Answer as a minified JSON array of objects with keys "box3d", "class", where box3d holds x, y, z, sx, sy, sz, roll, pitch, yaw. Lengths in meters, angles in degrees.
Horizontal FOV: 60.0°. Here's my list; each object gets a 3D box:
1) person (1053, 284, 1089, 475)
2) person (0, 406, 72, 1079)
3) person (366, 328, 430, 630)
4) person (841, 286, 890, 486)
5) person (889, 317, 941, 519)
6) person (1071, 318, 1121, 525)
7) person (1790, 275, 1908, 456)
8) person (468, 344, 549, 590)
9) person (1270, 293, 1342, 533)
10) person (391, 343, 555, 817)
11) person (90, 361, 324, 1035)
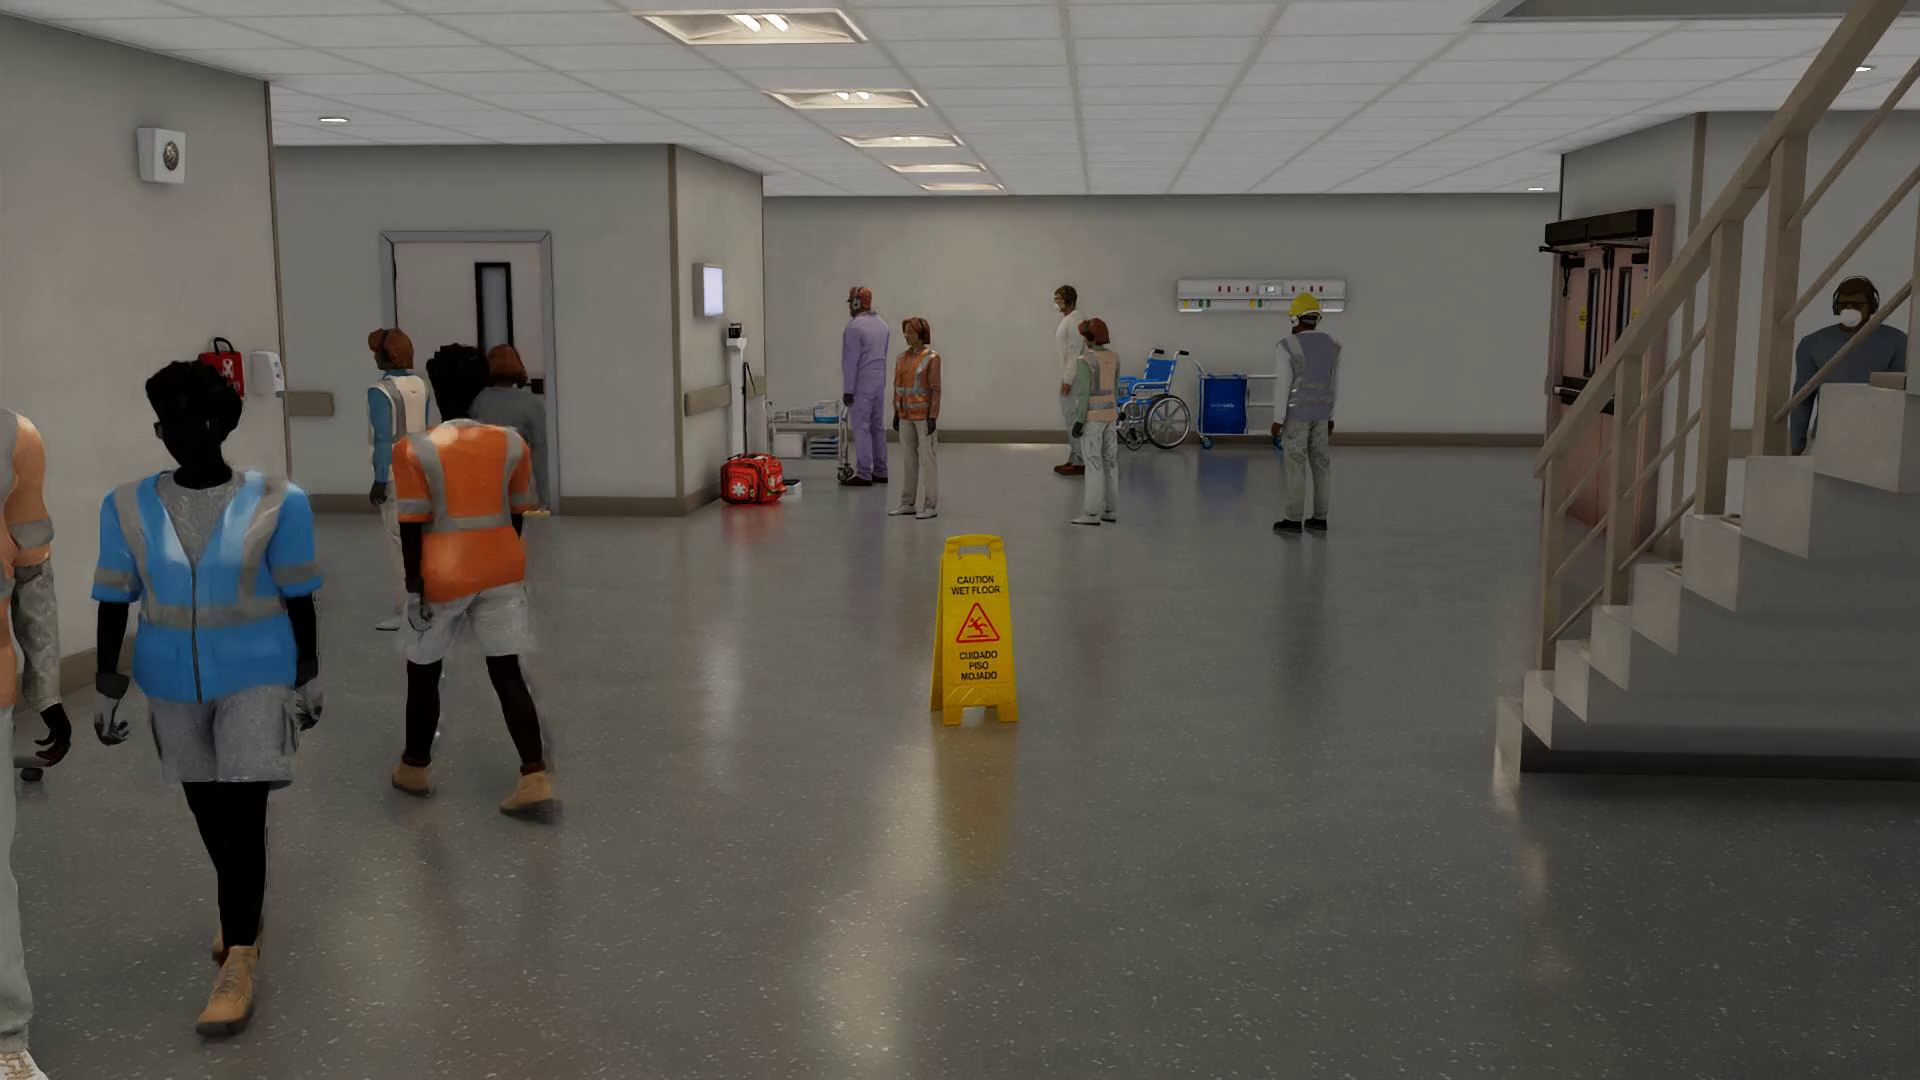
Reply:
[{"box3d":[1.134,-1.622,16.880,0.385,1.927,0.644,-1,8,-4],"class":"person"},{"box3d":[-2.251,0.333,3.582,0.595,1.925,0.373,-7,11,-38],"class":"person"},{"box3d":[-3.037,-0.328,9.049,0.311,1.639,0.517,2,9,11],"class":"person"},{"box3d":[-0.933,-1.470,15.943,0.399,1.900,0.644,5,10,28],"class":"person"},{"box3d":[-0.353,-0.994,13.578,0.514,1.641,0.307,8,12,44],"class":"person"},{"box3d":[1.082,-0.936,13.182,0.310,1.640,0.514,7,11,40],"class":"person"},{"box3d":[5.124,-0.551,9.600,0.637,1.930,0.374,6,11,37],"class":"person"},{"box3d":[-2.543,-0.310,9.251,0.512,1.541,1.002,1,8,4],"class":"person"},{"box3d":[2.629,-0.968,12.749,0.592,1.833,0.404,-4,9,-26],"class":"person"},{"box3d":[-1.722,0.137,5.840,0.530,1.651,0.832,-7,11,-40],"class":"person"},{"box3d":[-1.940,0.366,4.300,0.539,1.652,0.807,-1,8,-6],"class":"person"}]
